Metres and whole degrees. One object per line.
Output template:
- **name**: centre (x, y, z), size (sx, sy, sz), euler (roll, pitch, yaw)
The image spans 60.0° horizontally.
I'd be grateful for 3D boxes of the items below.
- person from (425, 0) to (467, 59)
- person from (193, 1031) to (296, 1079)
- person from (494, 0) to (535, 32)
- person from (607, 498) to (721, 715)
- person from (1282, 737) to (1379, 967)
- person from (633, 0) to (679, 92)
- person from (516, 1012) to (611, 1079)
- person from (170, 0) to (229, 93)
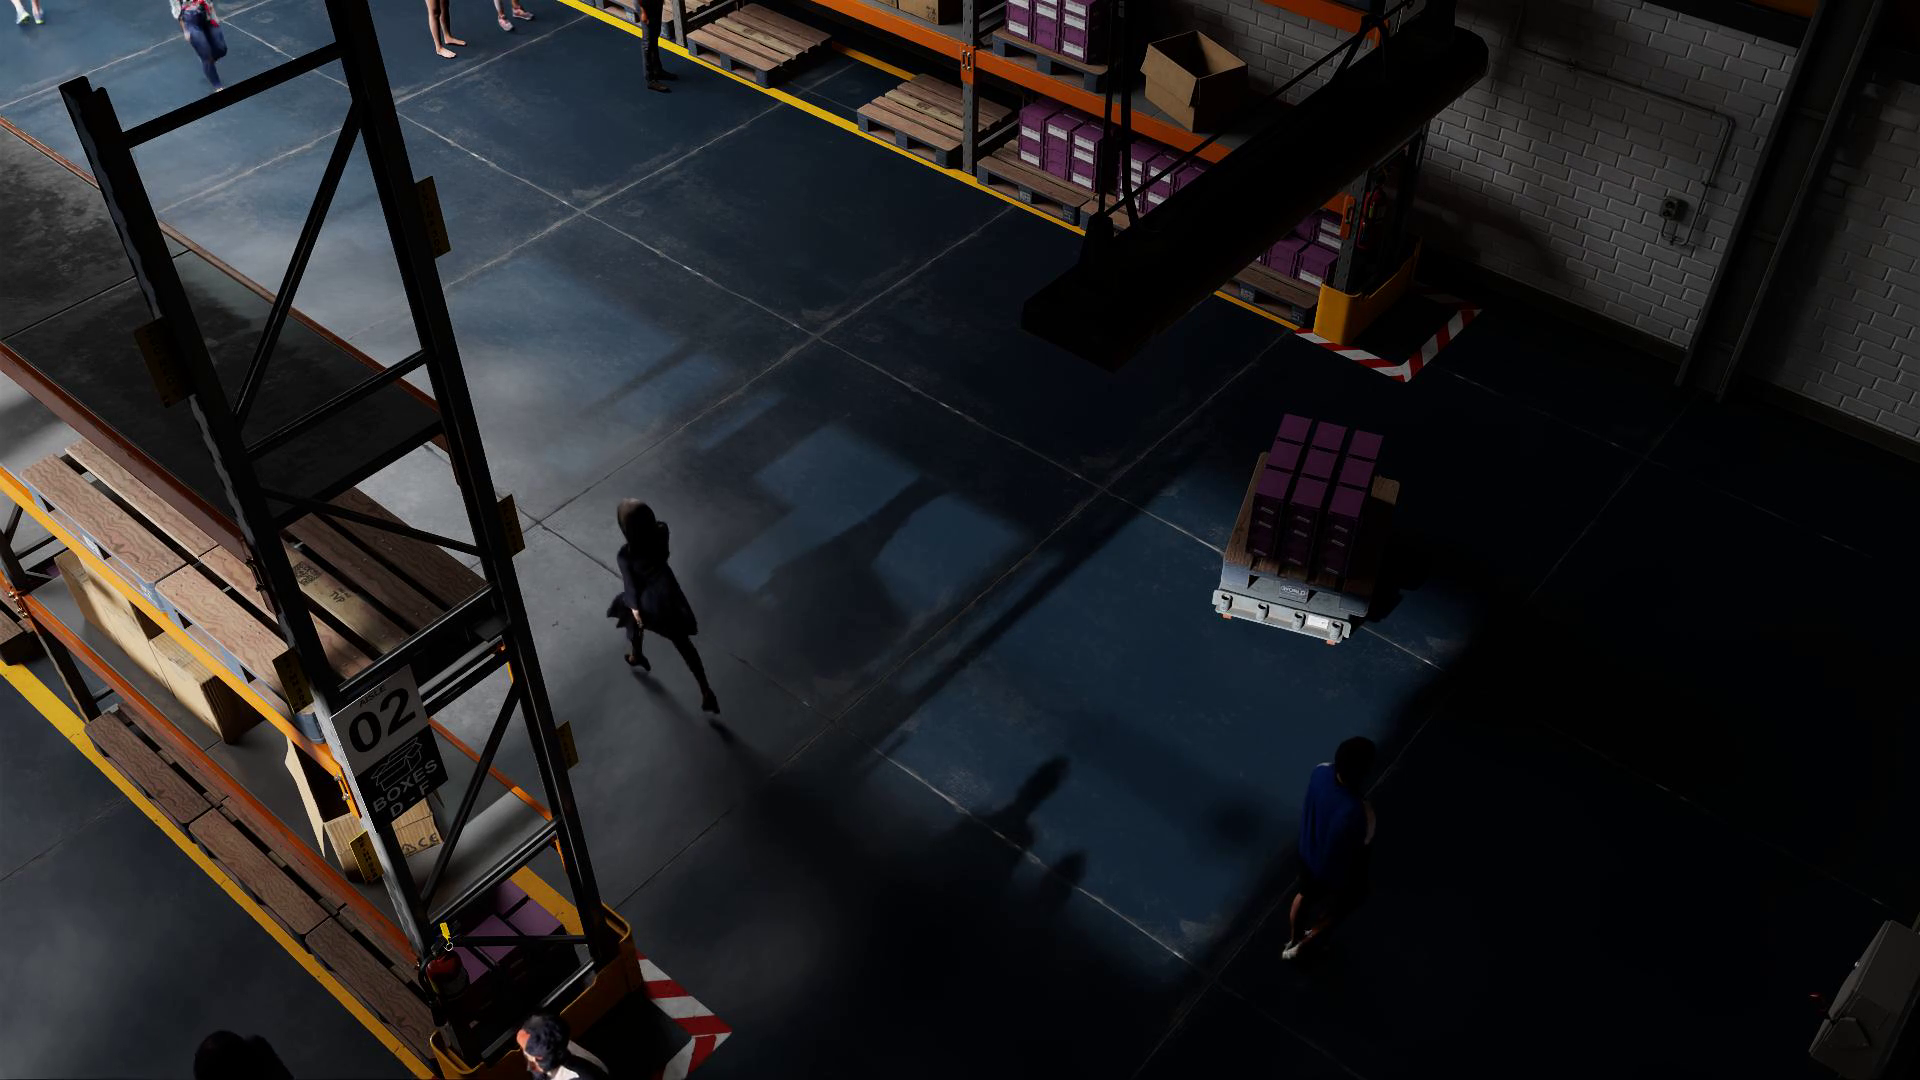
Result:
- **person**: centre (-5.447, -5.861, 17.148), size (0.675, 1.707, 0.674), euler (10, 44, 10)
- **person**: centre (-3.421, 2.854, 8.088), size (0.885, 1.586, 0.813), euler (13, 45, 13)
- **person**: centre (-4.870, -6.319, 17.583), size (0.542, 1.771, 0.608), euler (26, 49, 25)
- **person**: centre (-1.876, 0.425, 10.552), size (1.158, 1.704, 0.624), euler (34, 53, 30)
- **person**: centre (1.948, 1.760, 9.039), size (0.834, 1.857, 0.722), euler (-23, 48, -22)
- **person**: centre (-3.118, -5.372, 16.581), size (0.690, 1.781, 0.717), euler (9, 44, 10)
- **person**: centre (-1.723, 2.774, 7.971), size (1.154, 1.862, 0.849), euler (22, 48, 22)
- **person**: centre (-7.594, -5.151, 16.480), size (0.745, 1.601, 0.593), euler (31, 52, 28)
